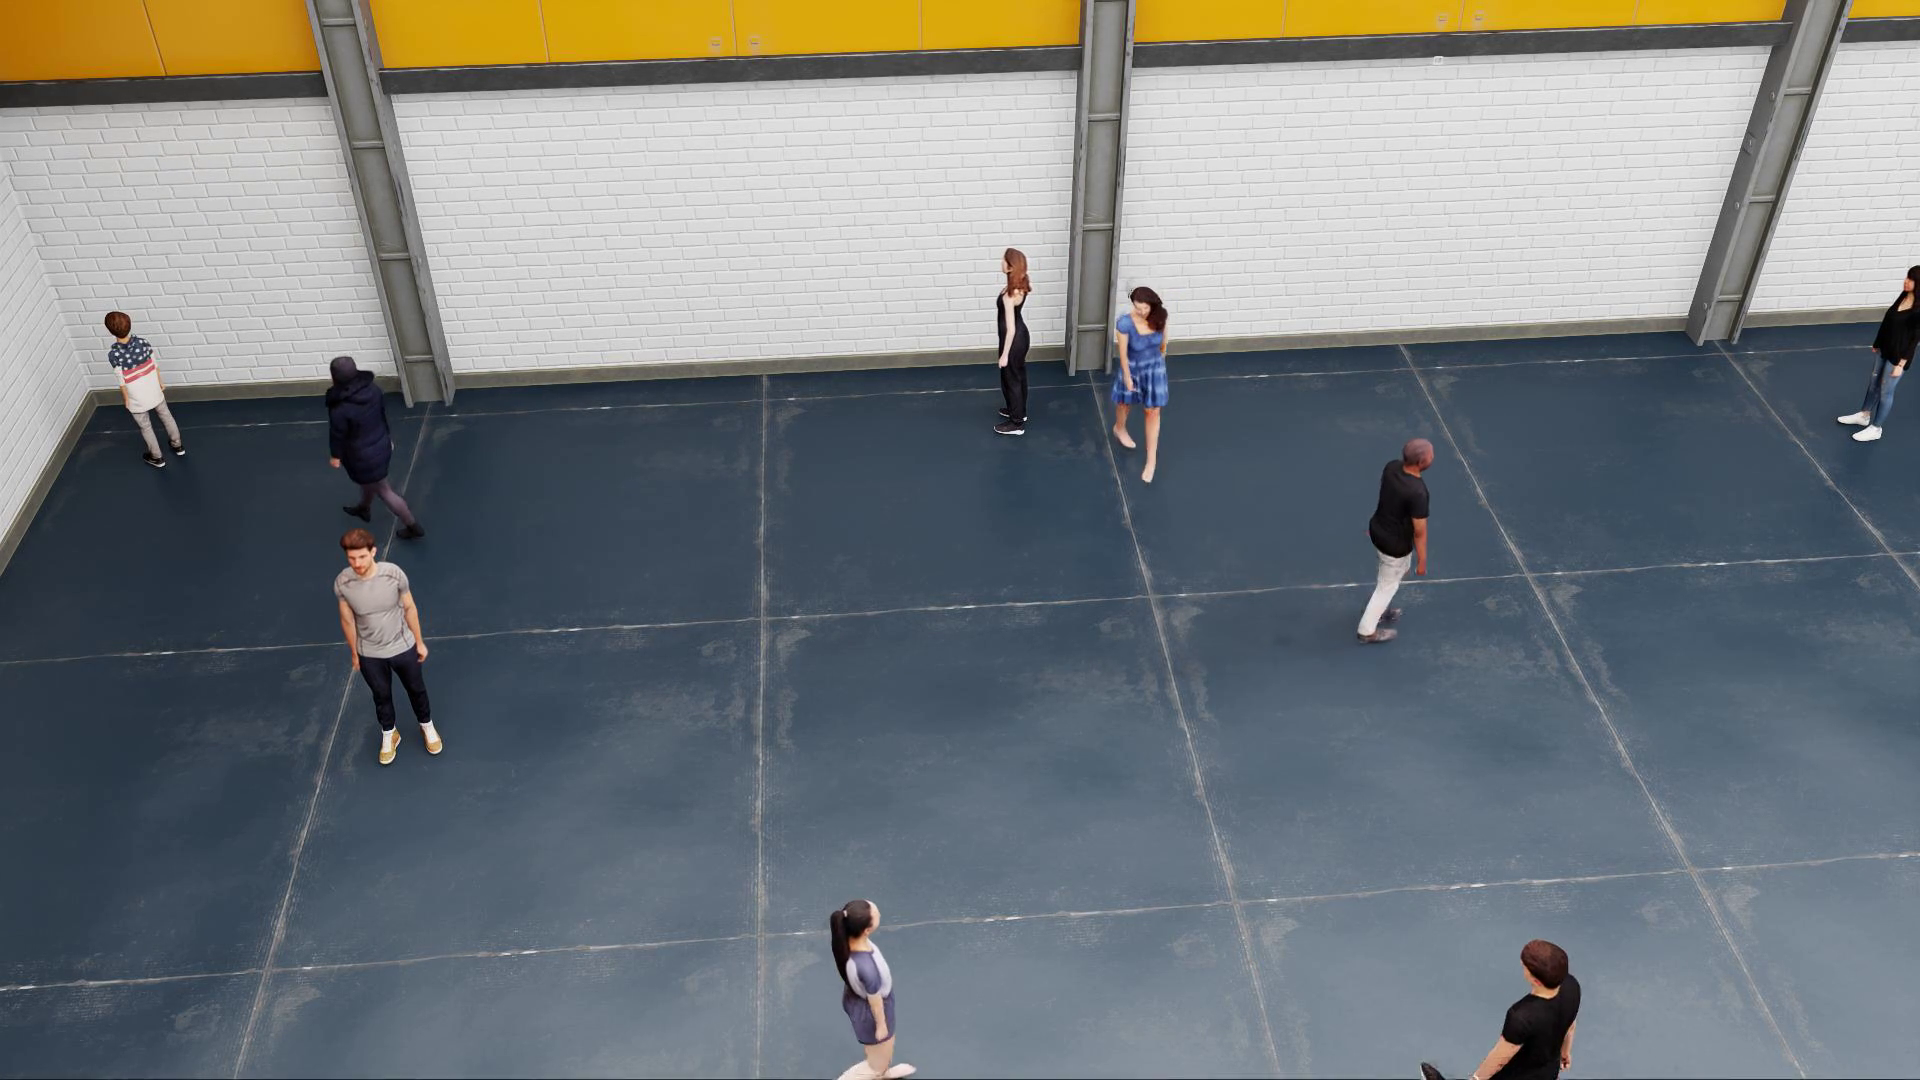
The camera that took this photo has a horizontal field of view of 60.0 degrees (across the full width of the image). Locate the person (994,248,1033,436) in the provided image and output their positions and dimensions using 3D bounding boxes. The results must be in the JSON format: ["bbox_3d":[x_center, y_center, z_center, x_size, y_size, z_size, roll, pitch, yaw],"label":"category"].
[{"bbox_3d":[0.461,-1.695,14.161,0.600,1.746,0.644,7,39,9],"label":"person"}]

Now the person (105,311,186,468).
[{"bbox_3d":[-6.837,-1.279,13.887,0.643,1.439,0.593,24,45,27],"label":"person"}]

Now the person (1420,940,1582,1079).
[{"bbox_3d":[2.951,2.787,8.501,1.240,1.806,1.192,-27,46,-29],"label":"person"}]

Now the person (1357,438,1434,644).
[{"bbox_3d":[3.044,0.032,11.964,0.750,1.790,0.740,-10,40,-13],"label":"person"}]

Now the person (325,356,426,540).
[{"bbox_3d":[-4.569,-0.671,12.966,1.155,1.637,0.923,11,40,14],"label":"person"}]

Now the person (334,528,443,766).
[{"bbox_3d":[-3.821,0.680,11.068,0.553,1.896,0.735,-9,40,-12],"label":"person"}]

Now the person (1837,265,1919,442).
[{"bbox_3d":[7.940,-1.601,14.125,0.511,1.646,0.575,-2,39,-2],"label":"person"}]

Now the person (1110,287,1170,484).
[{"bbox_3d":[1.480,-1.376,13.763,1.029,1.744,0.842,-15,41,-17],"label":"person"}]

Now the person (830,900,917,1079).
[{"bbox_3d":[-0.559,2.546,8.942,0.978,1.633,0.783,-17,42,-20],"label":"person"}]
